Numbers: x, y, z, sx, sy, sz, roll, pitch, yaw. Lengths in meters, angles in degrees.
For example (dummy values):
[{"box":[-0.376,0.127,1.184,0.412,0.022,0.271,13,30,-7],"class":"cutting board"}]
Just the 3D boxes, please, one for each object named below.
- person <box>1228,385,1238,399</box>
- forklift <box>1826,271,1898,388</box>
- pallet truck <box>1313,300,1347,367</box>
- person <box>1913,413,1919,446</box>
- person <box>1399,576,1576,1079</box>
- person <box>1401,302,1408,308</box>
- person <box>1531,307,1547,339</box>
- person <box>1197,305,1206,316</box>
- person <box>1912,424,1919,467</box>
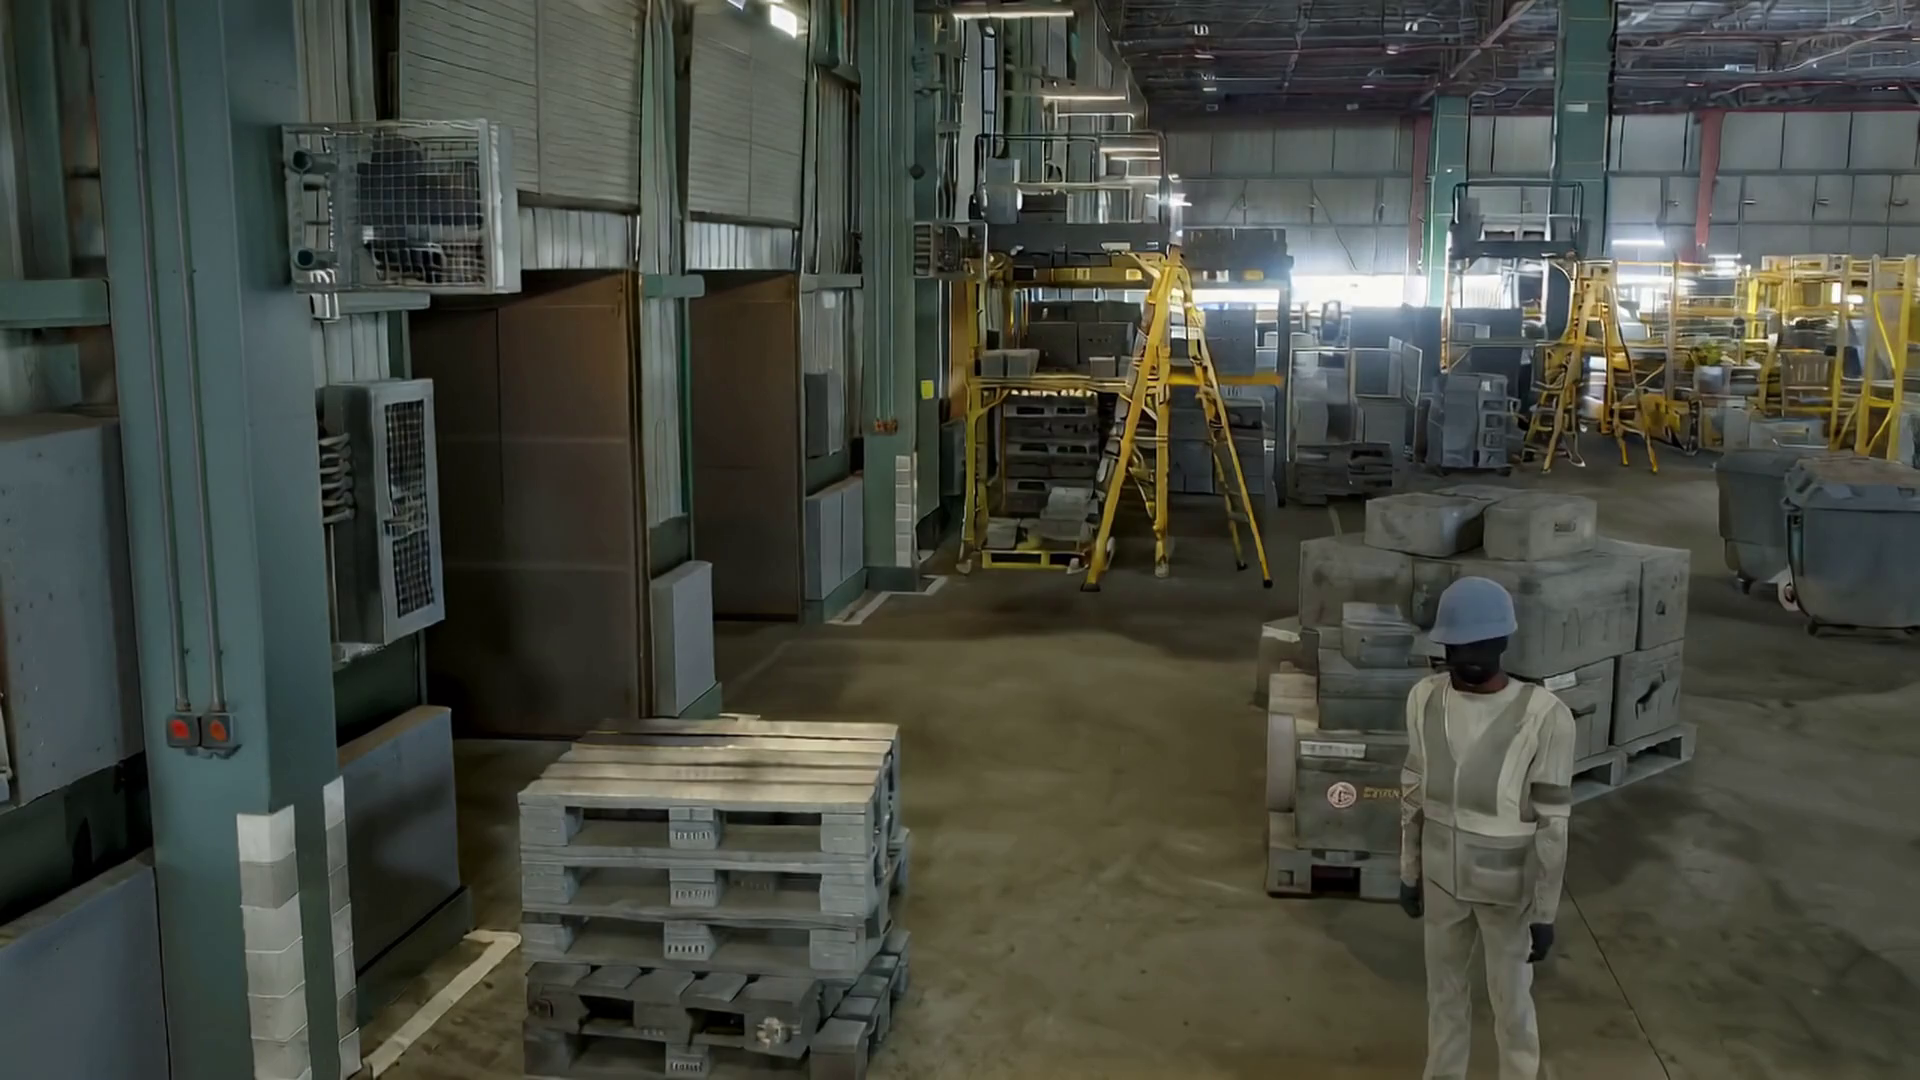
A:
[{"box":[5.738,-3.601,34.820,0.315,1.634,0.516,-2,10,-15],"class":"person"},{"box":[21.070,-4.771,38.191,1.873,2.768,1.129,1,9,9],"class":"forklift"},{"box":[11.159,-6.200,49.718,0.823,1.965,1.885,4,10,26],"class":"pallet truck"},{"box":[15.692,-2.361,26.851,0.485,1.737,0.320,-4,10,-24],"class":"person"},{"box":[1.611,1.057,5.212,0.393,1.921,0.586,-8,12,-40],"class":"person"},{"box":[13.695,-6.424,51.488,0.607,1.866,0.499,-7,11,-35],"class":"person"},{"box":[16.001,-5.495,45.735,0.640,1.892,1.030,-2,9,-11],"class":"person"},{"box":[6.407,-5.313,44.473,0.544,1.929,0.387,-8,12,-42],"class":"person"},{"box":[10.189,-0.881,17.390,0.327,1.842,0.517,-2,9,-13],"class":"person"}]
